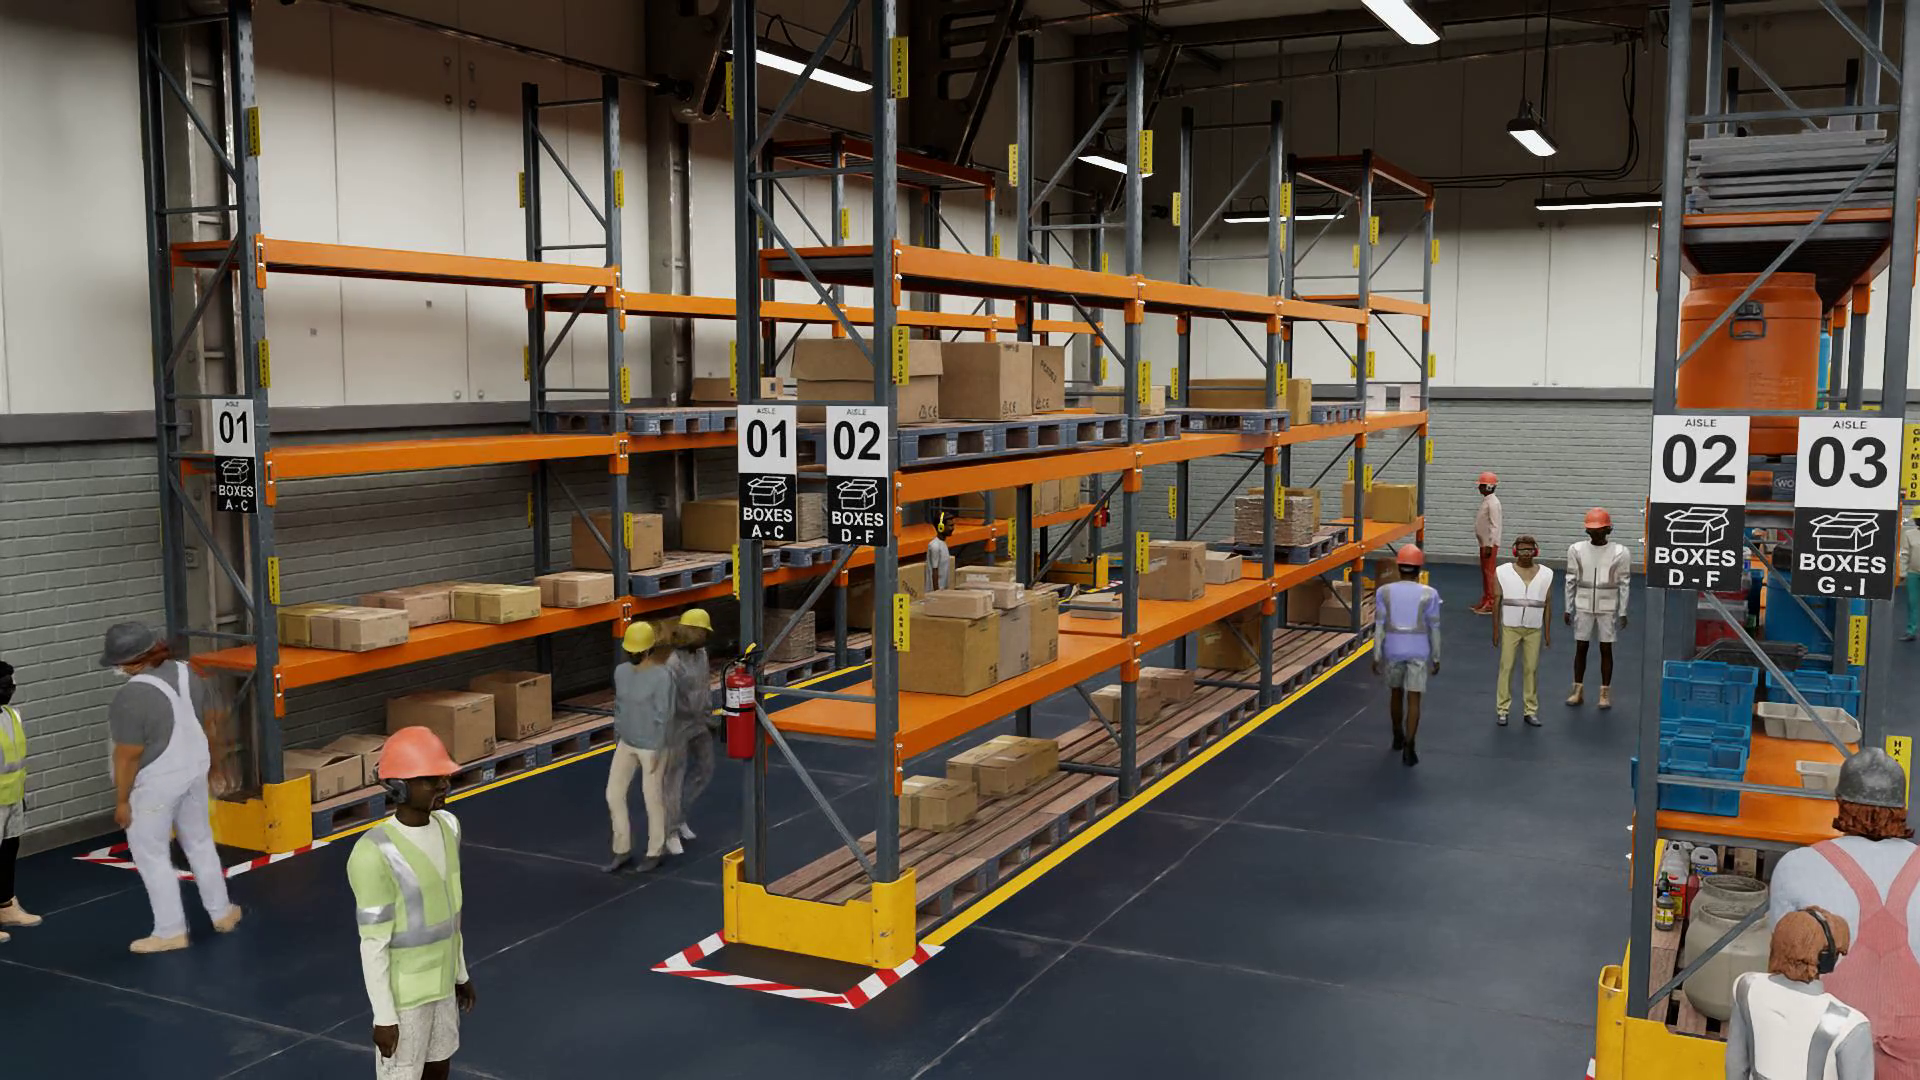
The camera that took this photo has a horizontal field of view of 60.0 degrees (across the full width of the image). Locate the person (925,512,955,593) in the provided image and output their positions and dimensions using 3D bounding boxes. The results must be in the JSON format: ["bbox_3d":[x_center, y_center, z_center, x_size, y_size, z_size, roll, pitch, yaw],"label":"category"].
[{"bbox_3d":[-0.218,0.611,18.451,0.330,1.861,0.506,1,6,9],"label":"person"}]

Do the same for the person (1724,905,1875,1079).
[{"bbox_3d":[2.811,2.039,5.590,0.306,1.639,0.523,-3,7,-28],"label":"person"}]

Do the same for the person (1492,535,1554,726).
[{"bbox_3d":[5.406,0.865,16.007,0.566,1.846,0.389,0,6,4],"label":"person"}]

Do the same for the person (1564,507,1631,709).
[{"bbox_3d":[6.422,0.687,16.795,0.613,2.041,0.393,3,7,30],"label":"person"}]

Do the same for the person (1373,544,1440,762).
[{"bbox_3d":[3.938,0.980,14.660,0.558,1.902,0.896,2,6,22],"label":"person"}]

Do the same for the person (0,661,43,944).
[{"bbox_3d":[-5.799,1.560,10.006,0.317,1.691,0.535,0,6,2],"label":"person"}]

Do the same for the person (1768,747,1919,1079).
[{"bbox_3d":[3.363,1.773,6.248,0.683,2.000,0.538,1,6,13],"label":"person"}]

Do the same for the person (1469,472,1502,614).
[{"bbox_3d":[7.384,0.043,23.293,0.377,1.995,0.608,1,6,8],"label":"person"}]

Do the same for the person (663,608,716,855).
[{"bbox_3d":[-1.982,1.353,11.920,0.394,1.729,0.554,3,6,24],"label":"person"}]

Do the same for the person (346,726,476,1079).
[{"bbox_3d":[-2.110,1.741,6.527,0.365,2.048,0.608,1,6,14],"label":"person"}]

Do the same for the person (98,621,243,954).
[{"bbox_3d":[-4.726,1.397,9.907,0.546,2.000,0.856,2,6,16],"label":"person"}]

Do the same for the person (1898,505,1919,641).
[{"bbox_3d":[12.004,0.422,20.757,0.342,1.760,0.539,-3,7,-30],"label":"person"}]

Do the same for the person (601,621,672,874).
[{"bbox_3d":[-2.171,1.405,11.220,0.548,1.744,0.506,4,7,31],"label":"person"}]
